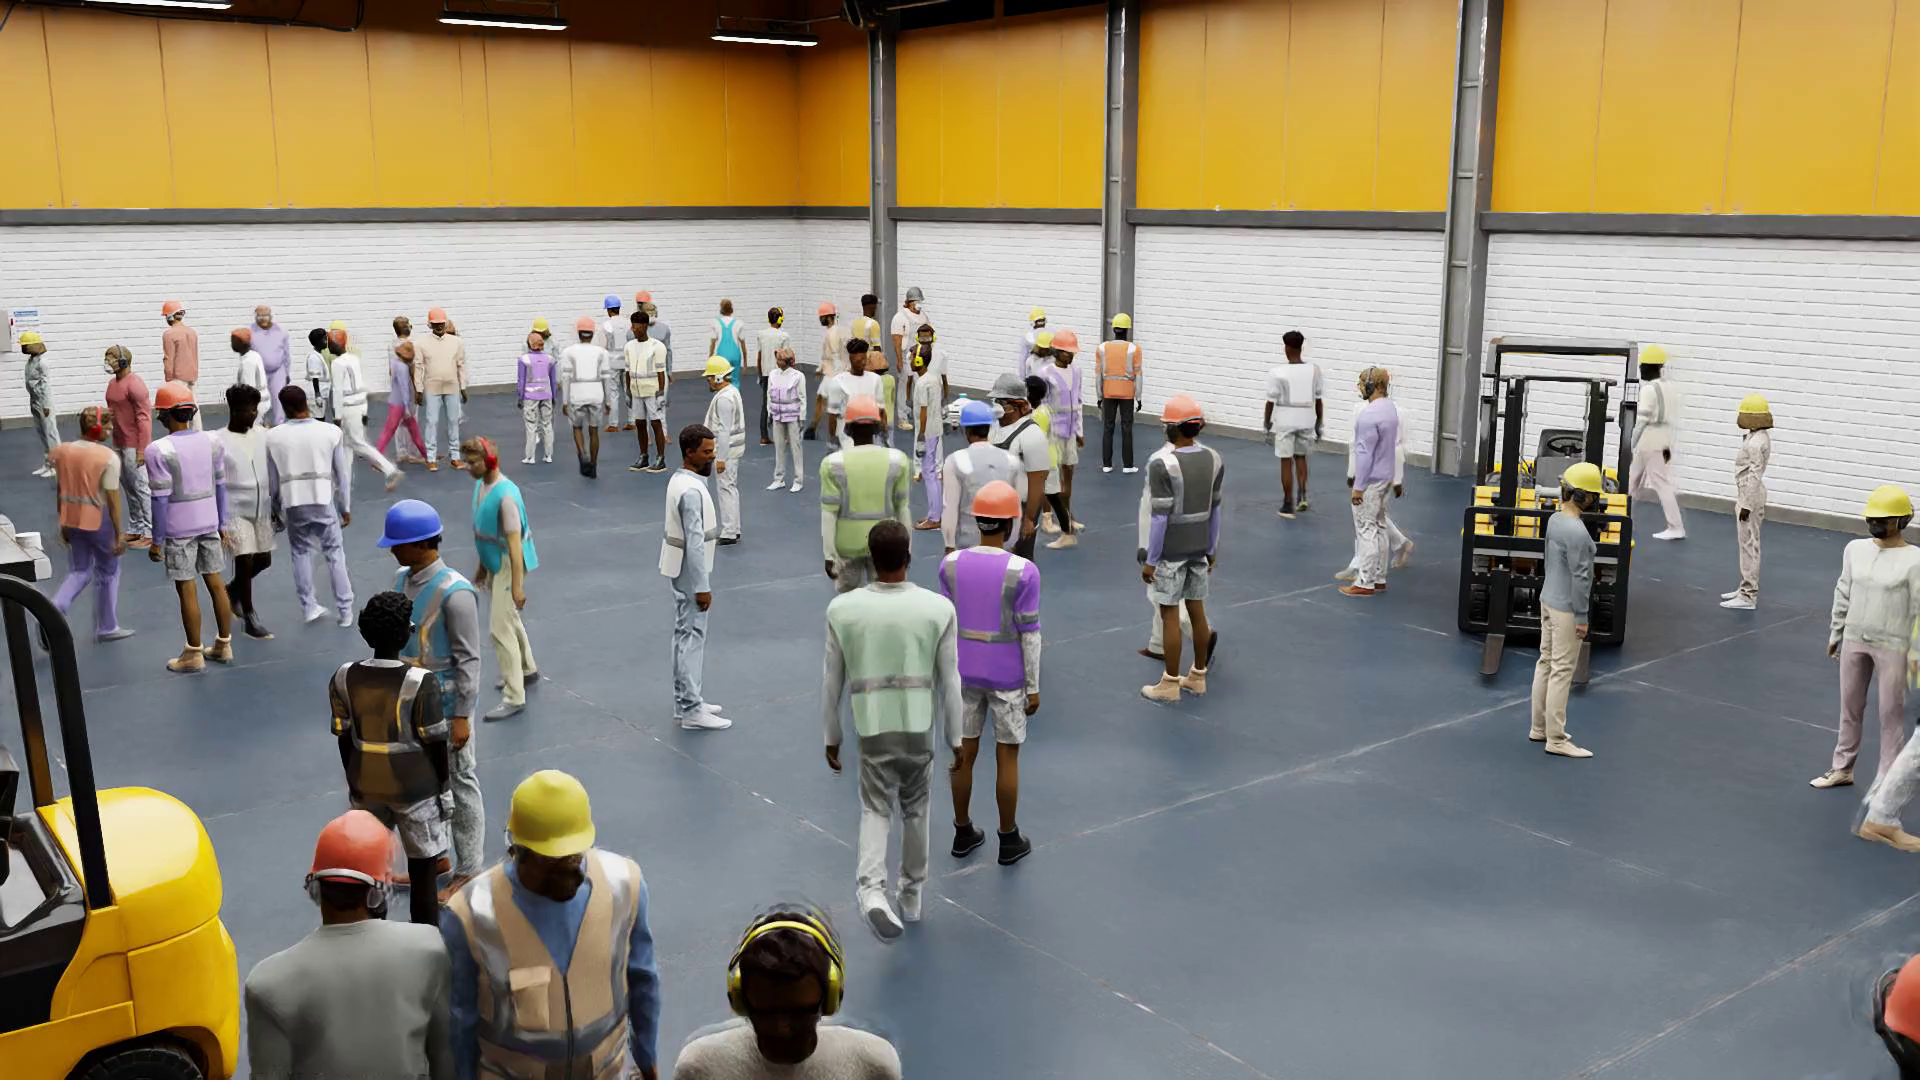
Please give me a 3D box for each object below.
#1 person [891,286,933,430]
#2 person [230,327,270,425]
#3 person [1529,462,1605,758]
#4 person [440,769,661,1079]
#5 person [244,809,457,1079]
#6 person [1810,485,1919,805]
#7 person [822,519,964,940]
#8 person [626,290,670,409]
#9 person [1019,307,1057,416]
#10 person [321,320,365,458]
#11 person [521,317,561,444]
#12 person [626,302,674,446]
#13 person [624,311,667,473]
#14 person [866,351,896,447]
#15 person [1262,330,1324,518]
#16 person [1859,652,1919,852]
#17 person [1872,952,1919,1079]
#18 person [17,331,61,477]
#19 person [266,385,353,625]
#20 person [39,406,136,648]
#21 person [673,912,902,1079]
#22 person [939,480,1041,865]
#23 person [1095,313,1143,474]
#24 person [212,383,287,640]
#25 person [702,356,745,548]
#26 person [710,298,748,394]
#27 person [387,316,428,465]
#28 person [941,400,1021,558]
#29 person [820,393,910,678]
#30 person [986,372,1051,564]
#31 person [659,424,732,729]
[{"bbox_3d":[-0.624,-2.605,23.817,0.674,2.000,0.535,-11,16,-44],"label":"person"},{"bbox_3d":[-8.047,-1.488,18.876,0.404,1.856,0.673,-3,12,-12],"label":"person"},{"bbox_3d":[3.640,0.409,9.942,0.320,1.763,0.522,0,12,0],"label":"person"},{"bbox_3d":[-1.183,1.460,4.795,0.606,1.804,0.708,-6,13,-28],"label":"person"},{"bbox_3d":[-1.616,1.570,4.493,0.567,1.704,0.900,-8,14,-32],"label":"person"},{"bbox_3d":[5.027,0.572,9.142,0.312,1.767,0.533,-6,13,-28],"label":"person"},{"bbox_3d":[-0.300,0.865,7.443,0.643,1.887,0.699,0,12,-2],"label":"person"},{"bbox_3d":[-4.735,-2.818,25.184,0.569,1.896,0.930,3,12,14],"label":"person"},{"bbox_3d":[1.117,-2.241,22.597,0.684,1.820,0.406,-4,12,-19],"label":"person"},{"bbox_3d":[-7.825,-1.901,21.088,0.533,1.764,0.323,-9,15,-38],"label":"person"},{"bbox_3d":[-5.637,-2.137,22.348,0.540,1.711,0.562,-2,12,-11],"label":"person"},{"bbox_3d":[-4.140,-2.224,22.261,0.641,1.928,0.386,-8,14,-34],"label":"person"},{"bbox_3d":[-3.798,-1.787,20.082,0.598,1.958,0.373,6,13,26],"label":"person"},{"bbox_3d":[-0.885,-1.261,18.318,0.286,1.632,0.500,7,14,32],"label":"person"},{"bbox_3d":[3.459,-1.205,17.273,0.635,1.944,0.444,-2,12,-10],"label":"person"},{"bbox_3d":[5.009,0.759,8.193,0.969,1.790,0.618,9,15,37],"label":"person"},{"bbox_3d":[1.800,1.716,3.037,0.612,2.007,0.953,-4,12,-18],"label":"person"},{"bbox_3d":[-10.965,-1.620,19.801,0.485,1.737,0.321,10,16,41],"label":"person"},{"bbox_3d":[-5.050,-0.261,12.908,0.596,1.880,0.515,-5,13,-21],"label":"person"},{"bbox_3d":[-6.396,-0.077,12.170,0.597,1.807,0.698,4,12,17],"label":"person"},{"bbox_3d":[-0.381,1.698,3.573,0.543,1.821,0.948,1,12,4],"label":"person"},{"bbox_3d":[0.162,0.661,8.312,0.543,1.931,0.387,6,13,26],"label":"person"},{"bbox_3d":[1.914,-1.753,19.977,0.590,1.927,0.367,4,12,20],"label":"person"},{"bbox_3d":[-5.482,-0.237,12.648,0.722,1.941,0.619,7,14,30],"label":"person"},{"bbox_3d":[-2.249,-0.841,15.849,0.403,1.817,0.601,-1,12,-3],"label":"person"},{"bbox_3d":[-3.414,-2.646,24.540,0.542,1.825,0.527,-1,12,-6],"label":"person"},{"bbox_3d":[-6.874,-1.854,20.665,0.506,1.847,0.345,9,15,37],"label":"person"},{"bbox_3d":[0.145,0.001,11.519,0.659,1.922,0.538,-7,14,-31],"label":"person"},{"bbox_3d":[-0.624,0.032,11.136,0.616,2.022,0.871,-2,12,-9],"label":"person"},{"bbox_3d":[0.324,-0.222,12.308,0.537,2.000,0.682,-8,14,-34],"label":"person"},{"bbox_3d":[-1.687,0.227,10.450,0.398,1.915,0.589,-3,12,-15],"label":"person"}]
